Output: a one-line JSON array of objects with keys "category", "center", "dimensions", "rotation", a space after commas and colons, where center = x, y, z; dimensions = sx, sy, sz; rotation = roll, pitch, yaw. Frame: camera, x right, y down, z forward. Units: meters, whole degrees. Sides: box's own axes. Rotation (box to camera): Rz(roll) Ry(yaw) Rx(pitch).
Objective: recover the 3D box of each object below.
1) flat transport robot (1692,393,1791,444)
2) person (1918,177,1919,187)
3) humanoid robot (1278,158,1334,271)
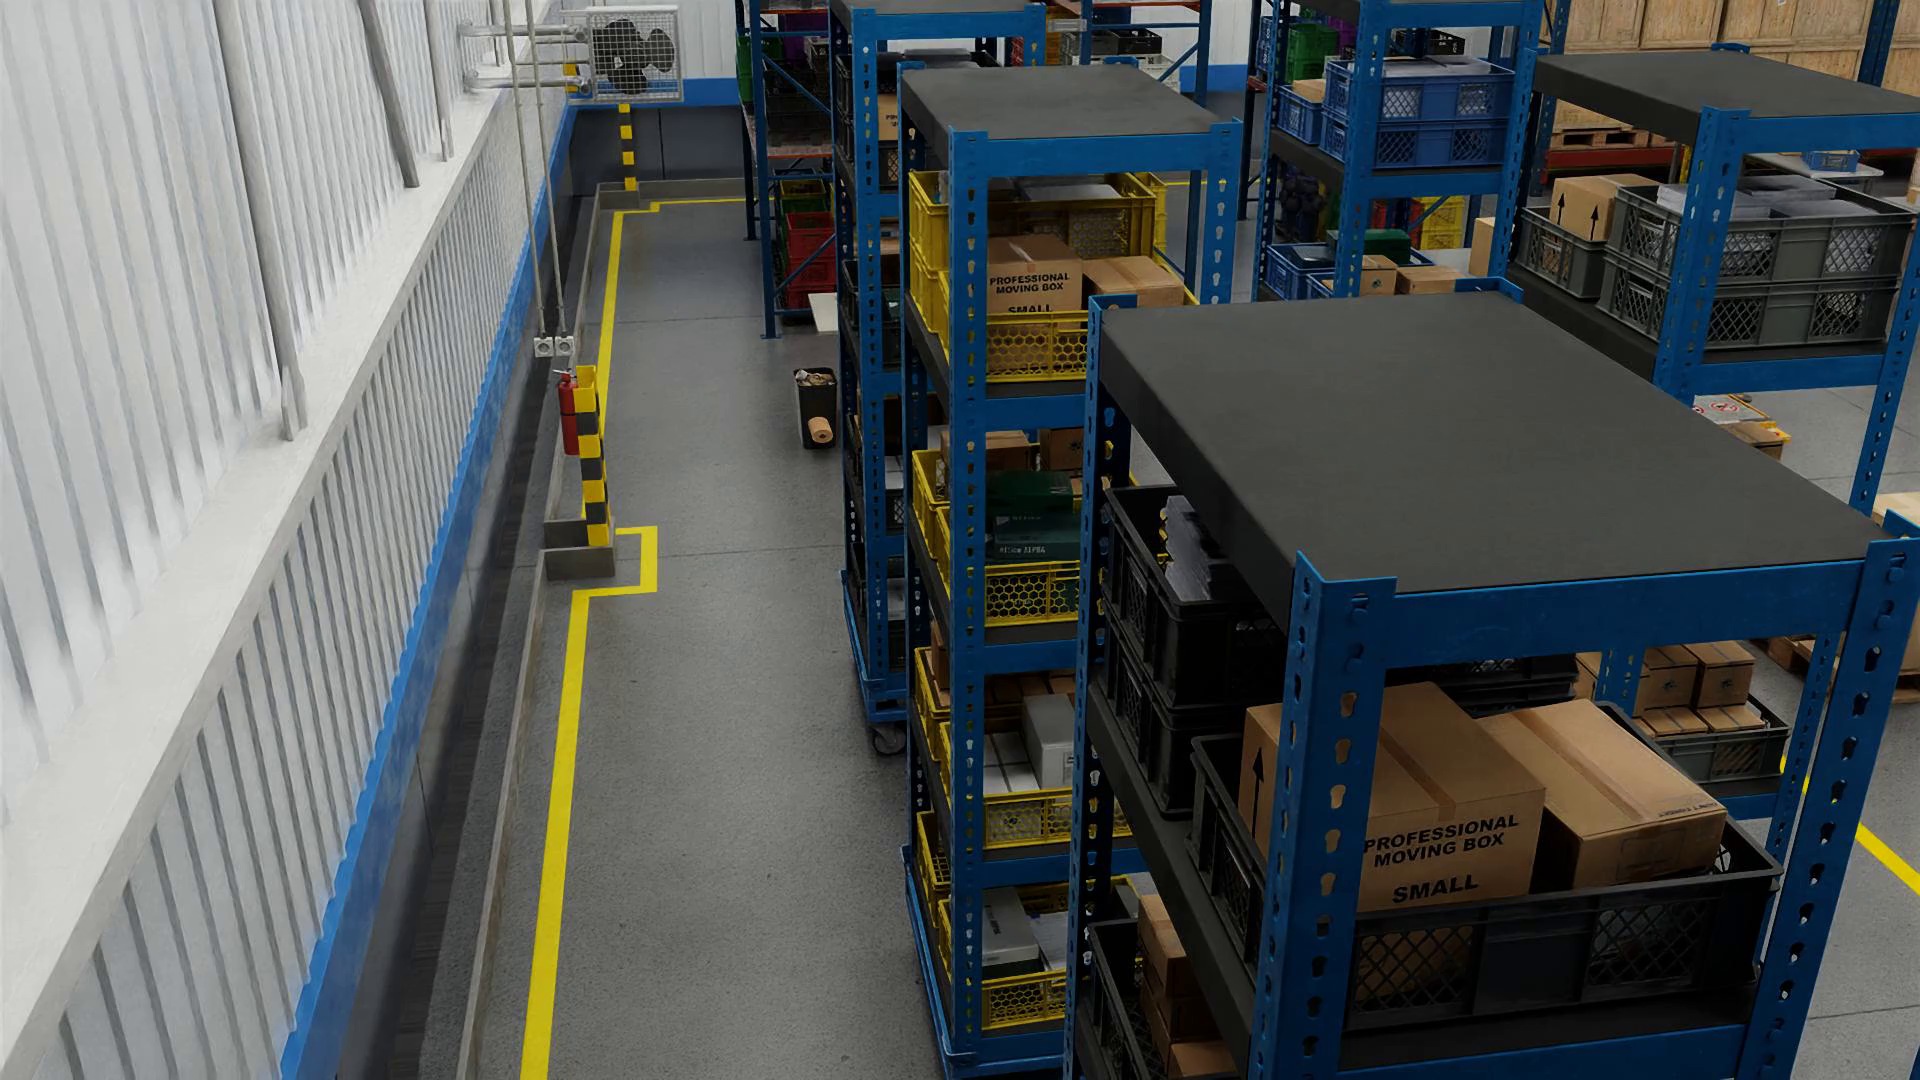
[{"category": "flat transport robot", "center": [5.224, -0.859, 12.132], "dimensions": [1.431, 0.197, 0.652], "rotation": [-4, 25, -8]}, {"category": "person", "center": [9.109, -3.225, 15.276], "dimensions": [0.626, 1.972, 0.790], "rotation": [-2, 25, -5]}, {"category": "humanoid robot", "center": [3.266, -3.292, 15.770], "dimensions": [0.605, 1.651, 0.353], "rotation": [17, 30, 33]}]
